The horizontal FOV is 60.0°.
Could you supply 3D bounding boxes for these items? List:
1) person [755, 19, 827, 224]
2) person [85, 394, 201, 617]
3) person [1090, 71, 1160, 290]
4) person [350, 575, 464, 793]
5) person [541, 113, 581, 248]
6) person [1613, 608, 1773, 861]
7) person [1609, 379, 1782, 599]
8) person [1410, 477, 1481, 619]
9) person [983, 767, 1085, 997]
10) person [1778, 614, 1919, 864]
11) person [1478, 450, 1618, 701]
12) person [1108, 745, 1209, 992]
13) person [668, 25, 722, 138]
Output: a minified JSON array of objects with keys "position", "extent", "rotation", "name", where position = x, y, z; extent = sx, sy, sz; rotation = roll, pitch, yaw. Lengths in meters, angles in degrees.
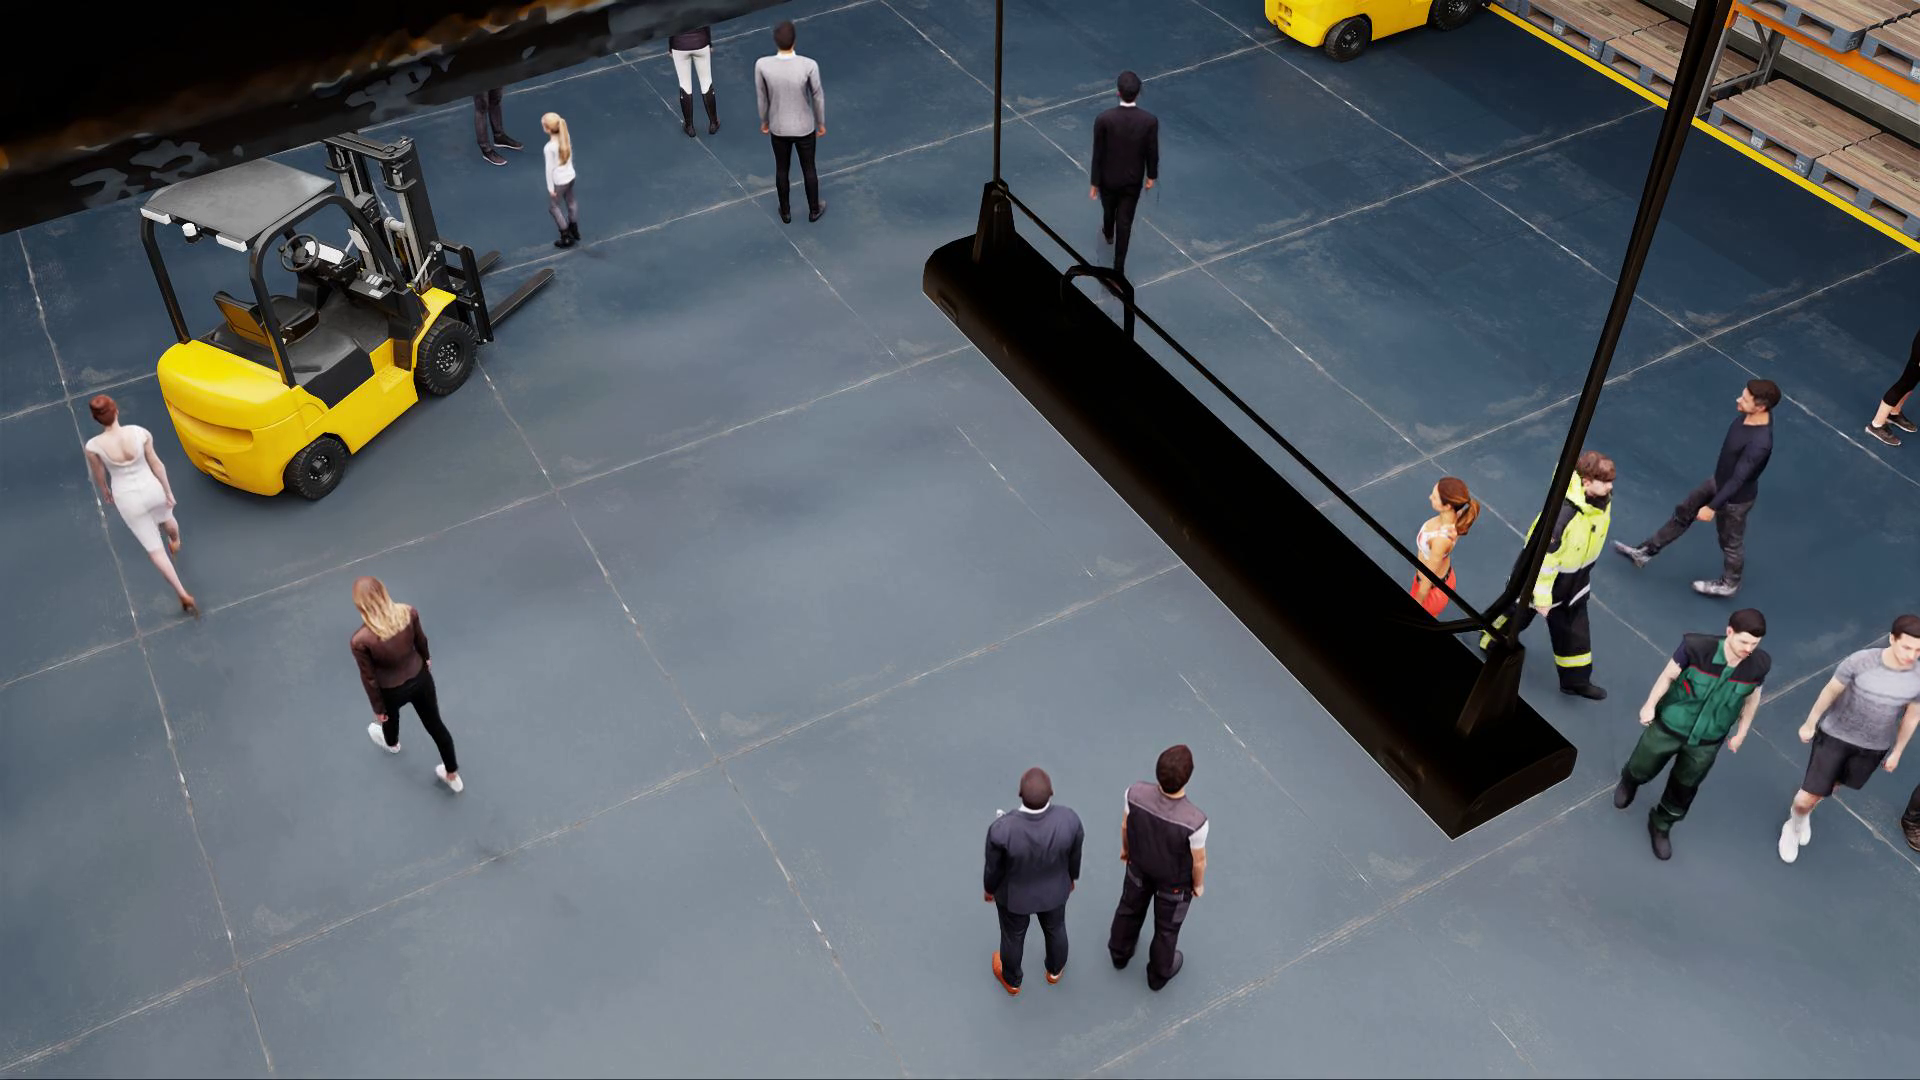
[{"position":[-1.474,-3.652,14.573],"extent":[0.838,1.924,0.837],"rotation":[1,44,1],"name":"person"},{"position":[-5.421,-0.190,11.062],"extent":[0.590,1.754,1.026],"rotation":[-23,48,-22],"name":"person"},{"position":[1.355,-2.966,13.925],"extent":[1.149,1.825,1.335],"rotation":[2,44,2],"name":"person"},{"position":[-3.280,0.922,9.957],"extent":[1.088,1.669,0.847],"rotation":[32,52,29],"name":"person"},{"position":[-3.437,-3.141,14.507],"extent":[0.676,1.275,0.620],"rotation":[23,48,22],"name":"person"},{"position":[4.249,1.028,9.684],"extent":[0.964,1.893,1.024],"rotation":[10,44,10],"name":"person"},{"position":[5.248,-0.291,11.114],"extent":[1.181,1.829,1.117],"rotation":[12,45,12],"name":"person"},{"position":[2.988,0.302,10.523],"extent":[0.681,1.785,0.661],"rotation":[22,48,21],"name":"person"},{"position":[0.390,1.842,8.879],"extent":[0.772,1.824,0.749],"rotation":[-6,44,-7],"name":"person"},{"position":[5.191,1.057,9.677],"extent":[0.844,1.860,0.901],"rotation":[9,44,10],"name":"person"},{"position":[3.709,0.139,10.579],"extent":[0.853,1.945,1.147],"rotation":[-26,50,-25],"name":"person"},{"position":[1.078,1.761,8.950],"extent":[0.682,1.843,0.802],"rotation":[26,49,25],"name":"person"},{"position":[-2.556,-4.652,15.765],"extent":[0.634,1.729,0.626],"rotation":[-9,44,-9],"name":"person"}]
